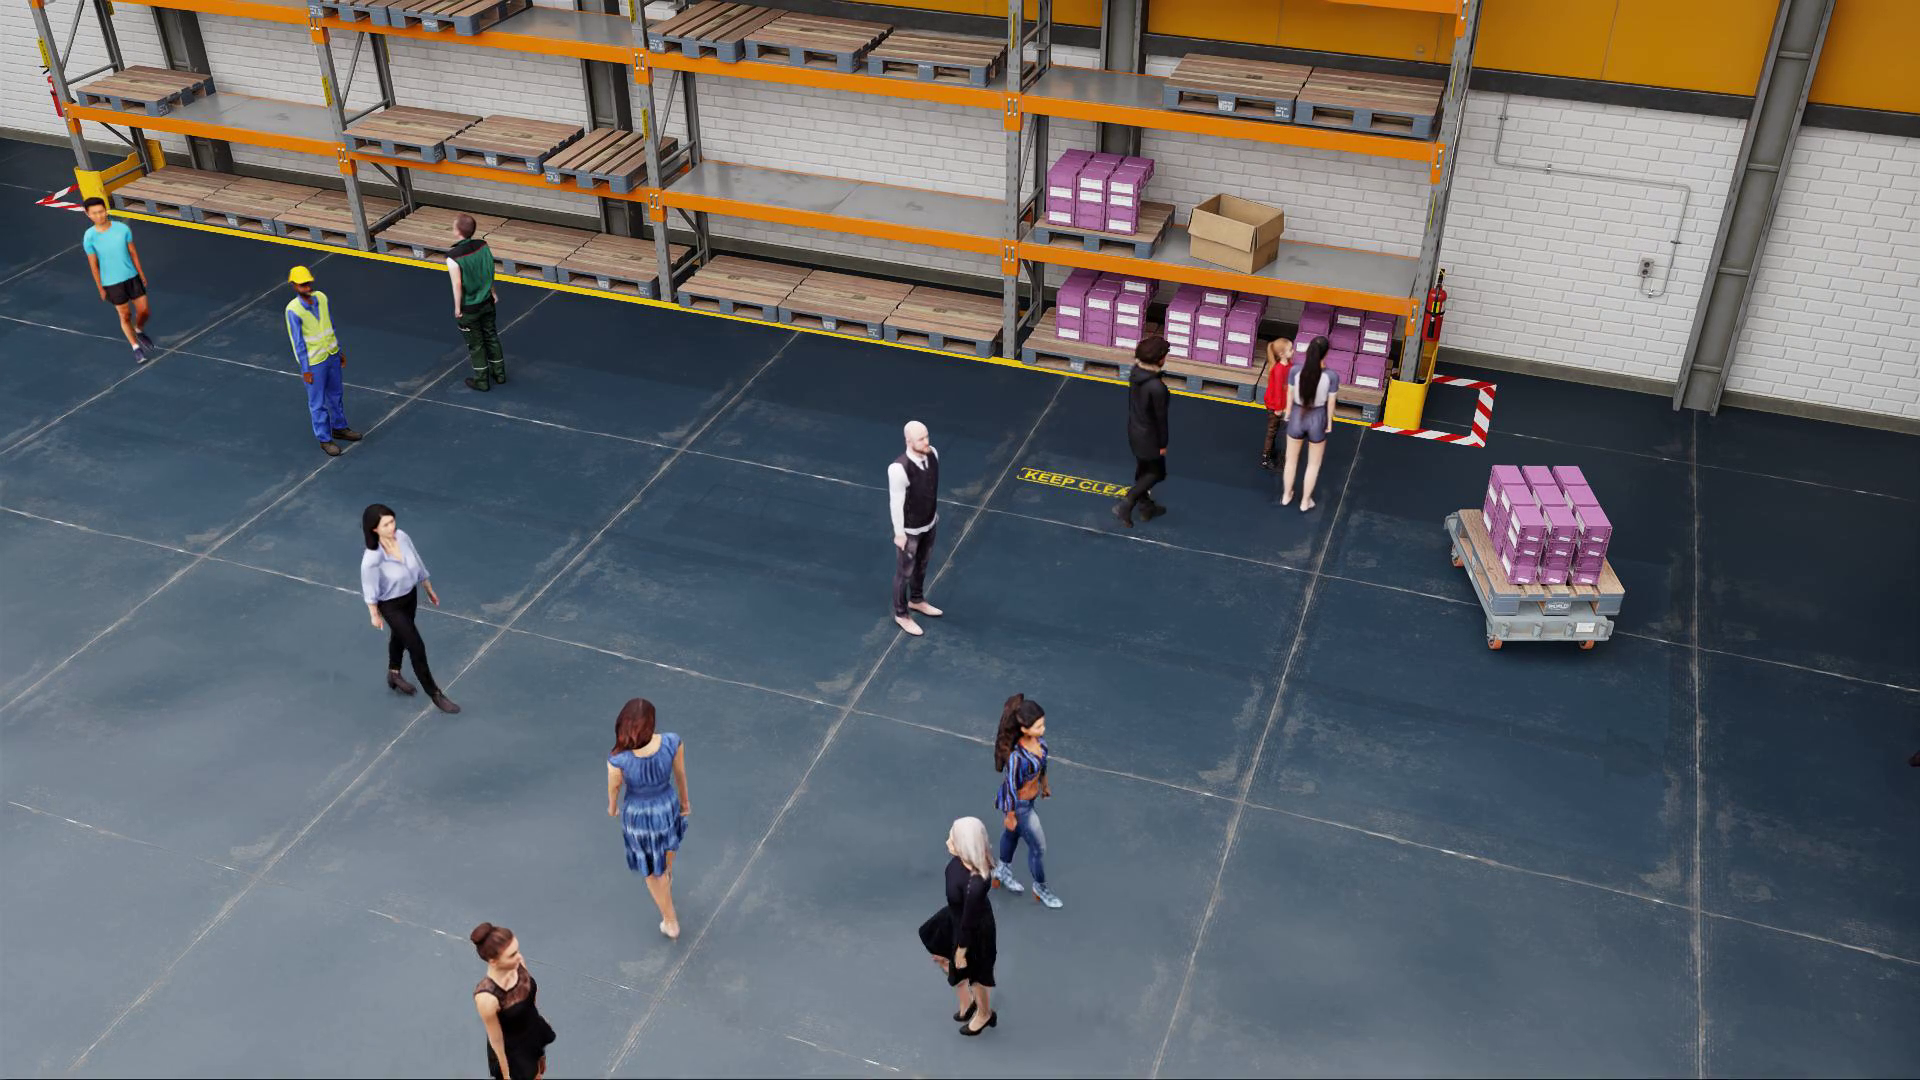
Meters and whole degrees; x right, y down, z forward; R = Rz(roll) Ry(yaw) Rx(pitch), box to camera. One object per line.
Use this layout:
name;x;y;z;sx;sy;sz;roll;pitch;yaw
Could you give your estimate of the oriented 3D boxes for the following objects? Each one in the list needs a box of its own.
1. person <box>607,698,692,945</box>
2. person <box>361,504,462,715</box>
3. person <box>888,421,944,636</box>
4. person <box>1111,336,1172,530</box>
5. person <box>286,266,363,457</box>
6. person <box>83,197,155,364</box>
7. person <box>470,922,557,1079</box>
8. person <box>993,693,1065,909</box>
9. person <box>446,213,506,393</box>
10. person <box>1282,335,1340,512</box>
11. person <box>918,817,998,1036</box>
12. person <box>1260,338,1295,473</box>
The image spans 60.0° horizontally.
person;-1.844;1.768;10.166;0.922;1.785;1.024;-22;39;-29
person;-4.182;0.464;12.189;0.941;1.716;0.641;11;35;16
person;-0.344;-0.126;12.982;0.671;1.822;0.742;20;38;27
person;1.536;-0.882;14.171;0.979;1.765;0.931;-15;36;-21
person;-5.900;-1.683;15.332;0.587;1.813;0.687;15;36;21
person;-8.527;-2.652;16.836;0.770;1.762;0.815;-25;41;-32
person;-2.428;2.664;8.922;0.917;1.668;0.632;8;34;12
person;0.319;1.634;10.531;0.719;1.604;0.627;11;35;16
person;-4.759;-2.340;16.292;0.693;1.843;0.714;23;40;30
person;3.023;-1.001;14.458;0.480;1.644;0.649;14;36;20
person;0.144;2.231;9.513;0.801;1.736;0.739;-2;34;-4
person;2.898;-1.258;15.174;0.501;1.280;0.482;11;35;16
